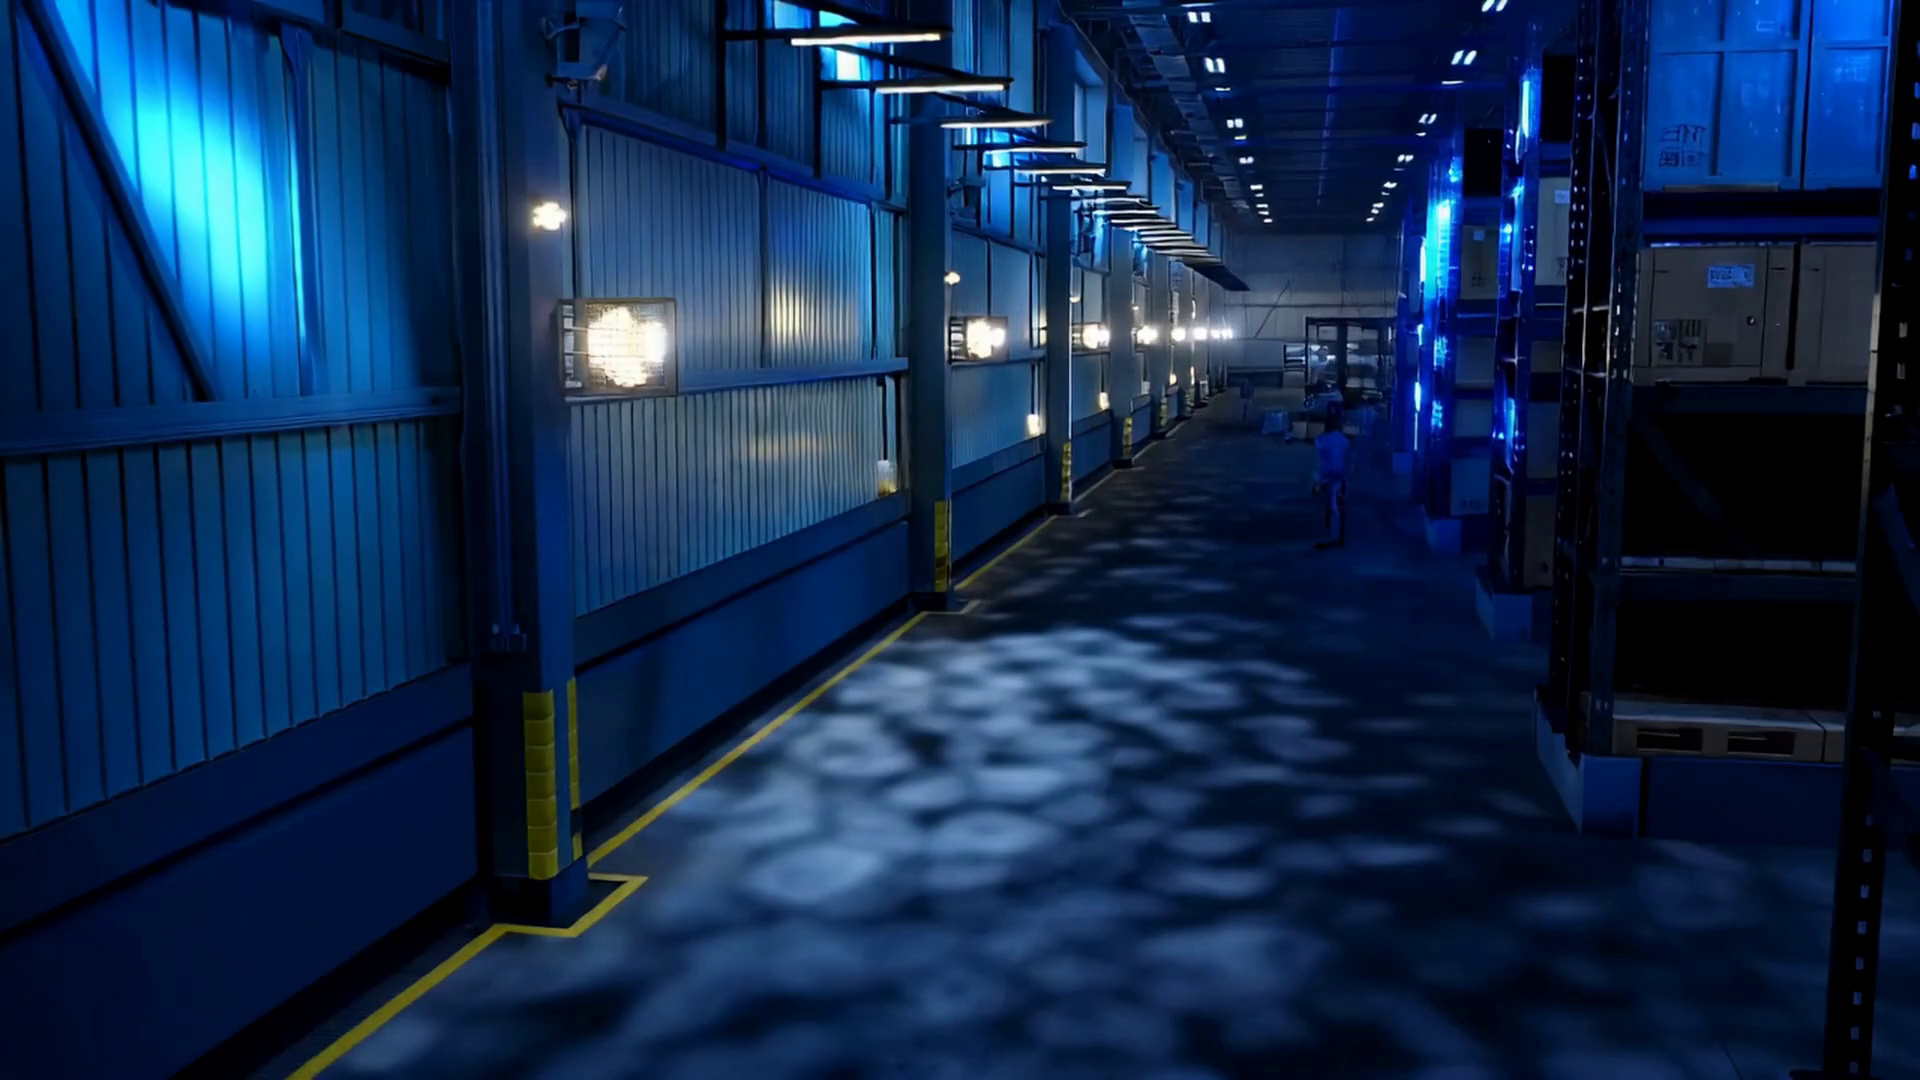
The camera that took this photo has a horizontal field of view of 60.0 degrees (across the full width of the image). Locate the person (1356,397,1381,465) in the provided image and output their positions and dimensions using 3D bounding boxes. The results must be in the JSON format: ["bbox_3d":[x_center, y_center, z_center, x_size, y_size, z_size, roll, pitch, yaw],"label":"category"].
[{"bbox_3d":[9.596,-2.547,38.895,0.881,1.584,0.509,-4,8,-32],"label":"person"}]

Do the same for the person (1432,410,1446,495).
[{"bbox_3d":[8.360,-1.367,28.621,0.451,1.801,0.596,5,9,34],"label":"person"}]

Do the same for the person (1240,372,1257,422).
[{"bbox_3d":[9.921,-4.910,57.244,0.575,1.733,0.541,1,7,11],"label":"person"}]

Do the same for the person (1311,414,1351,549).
[{"bbox_3d":[5.317,-0.838,23.845,0.635,1.935,0.350,-4,8,-27],"label":"person"}]
